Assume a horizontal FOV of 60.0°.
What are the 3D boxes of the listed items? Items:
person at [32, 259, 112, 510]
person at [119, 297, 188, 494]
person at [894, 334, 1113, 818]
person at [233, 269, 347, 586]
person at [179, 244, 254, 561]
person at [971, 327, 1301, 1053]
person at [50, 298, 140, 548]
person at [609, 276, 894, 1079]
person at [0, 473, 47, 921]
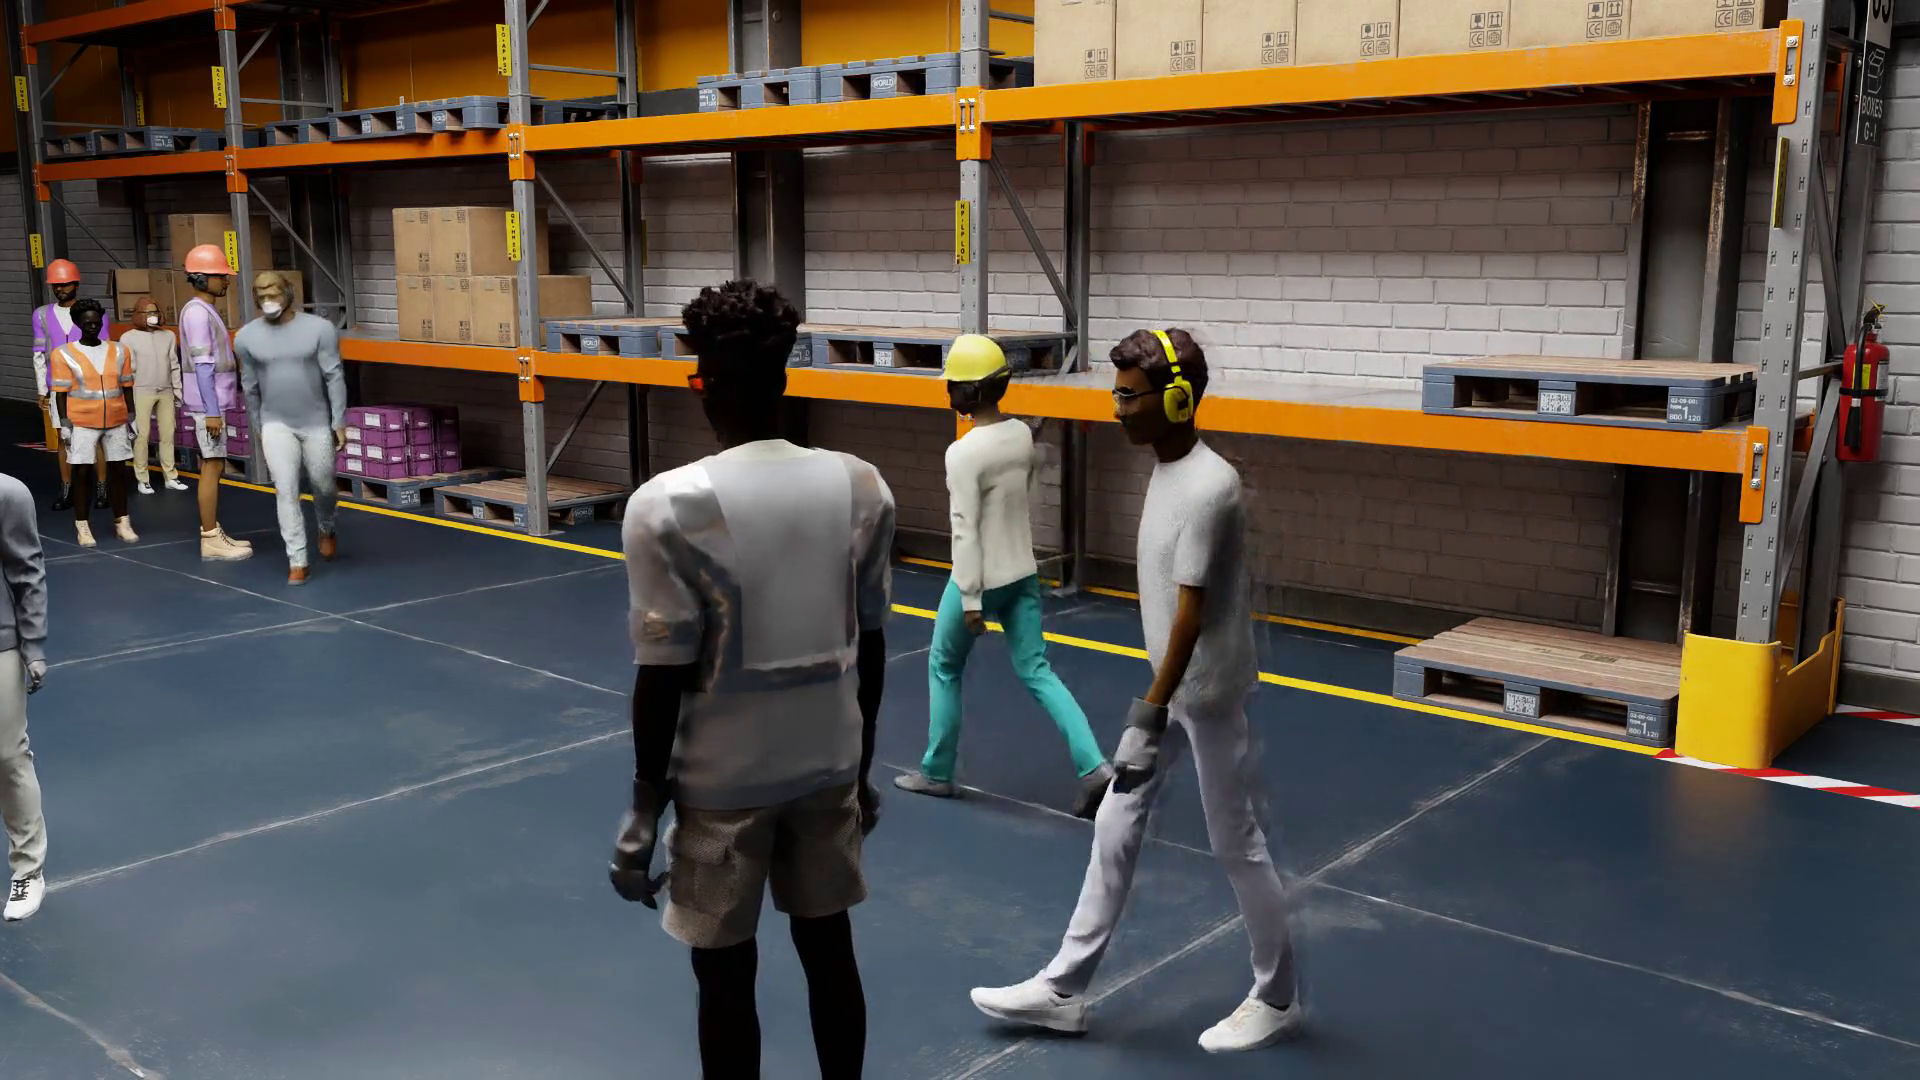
[{"bbox_3d":[-6.848,-1.192,12.860,0.551,1.936,0.357,-3,10,-15],"label":"person"},{"bbox_3d":[-6.678,-1.194,13.772,0.284,1.626,0.500,6,12,31],"label":"person"},{"bbox_3d":[0.168,0.129,5.928,0.860,1.727,0.515,8,13,39],"label":"person"},{"bbox_3d":[-4.094,-0.715,10.257,0.643,1.903,0.888,-3,10,-16],"label":"person"},{"bbox_3d":[-4.844,-0.889,10.837,0.382,2.041,0.616,-4,11,-22],"label":"person"},{"bbox_3d":[0.467,0.404,4.090,0.934,1.821,0.549,-1,10,-8],"label":"person"},{"bbox_3d":[-5.867,-0.792,11.303,0.322,1.690,0.537,9,13,41],"label":"person"},{"bbox_3d":[-0.420,0.455,3.401,0.647,1.963,0.372,-8,13,-38],"label":"person"},{"bbox_3d":[-2.998,0.344,4.978,0.508,1.632,0.271,-1,10,-4],"label":"person"}]
